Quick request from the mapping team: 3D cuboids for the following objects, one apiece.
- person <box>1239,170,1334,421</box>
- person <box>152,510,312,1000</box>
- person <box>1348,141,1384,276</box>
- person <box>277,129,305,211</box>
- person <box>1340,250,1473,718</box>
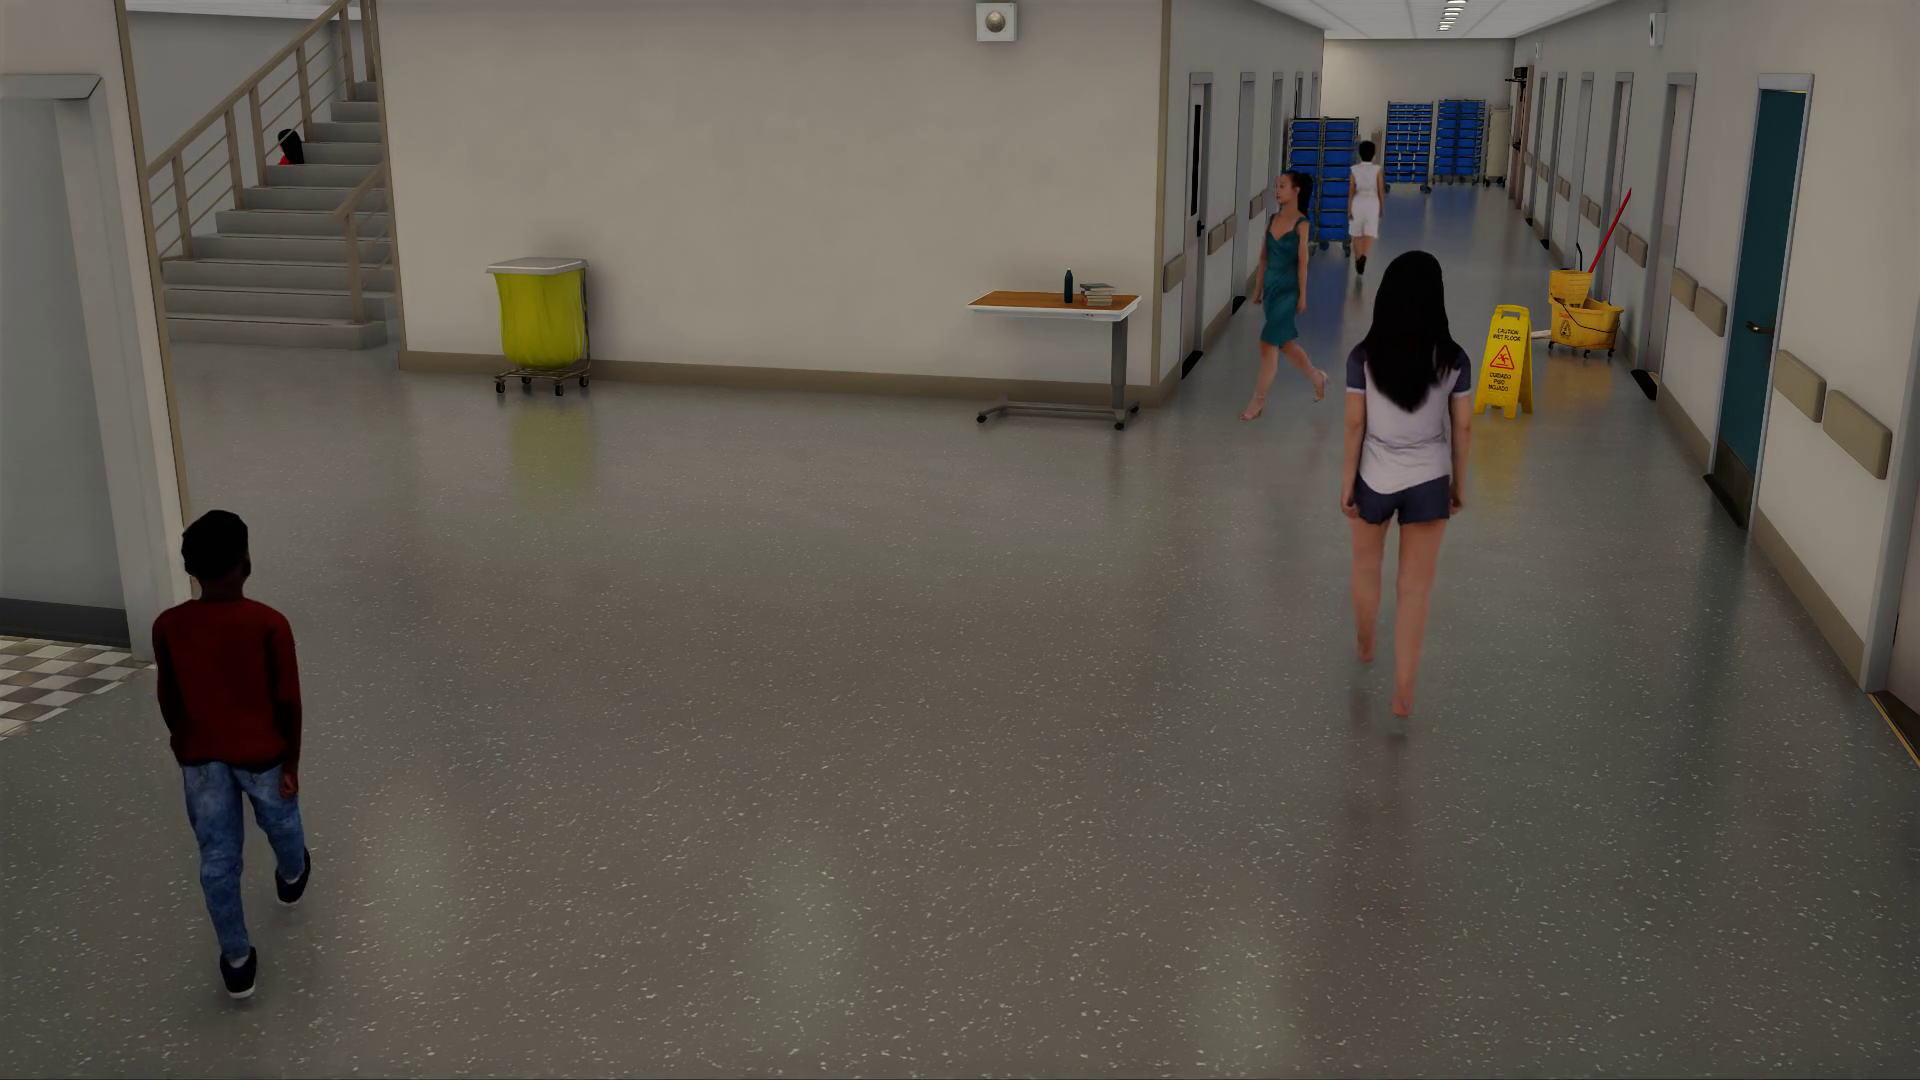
[{"bbox_3d":[2.245,-1.629,11.259,1.059,1.655,0.999,-9,18,-28],"label":"person"},{"bbox_3d":[-1.864,0.573,4.254,0.786,1.219,0.932,-5,17,-18],"label":"person"},{"bbox_3d":[4.660,-3.779,19.131,0.620,1.522,1.021,6,17,21],"label":"person"},{"bbox_3d":[-6.889,-3.381,17.303,0.689,1.748,0.560,3,16,9],"label":"person"},{"bbox_3d":[1.608,-0.161,6.054,0.650,1.654,1.137,3,16,11],"label":"person"}]
